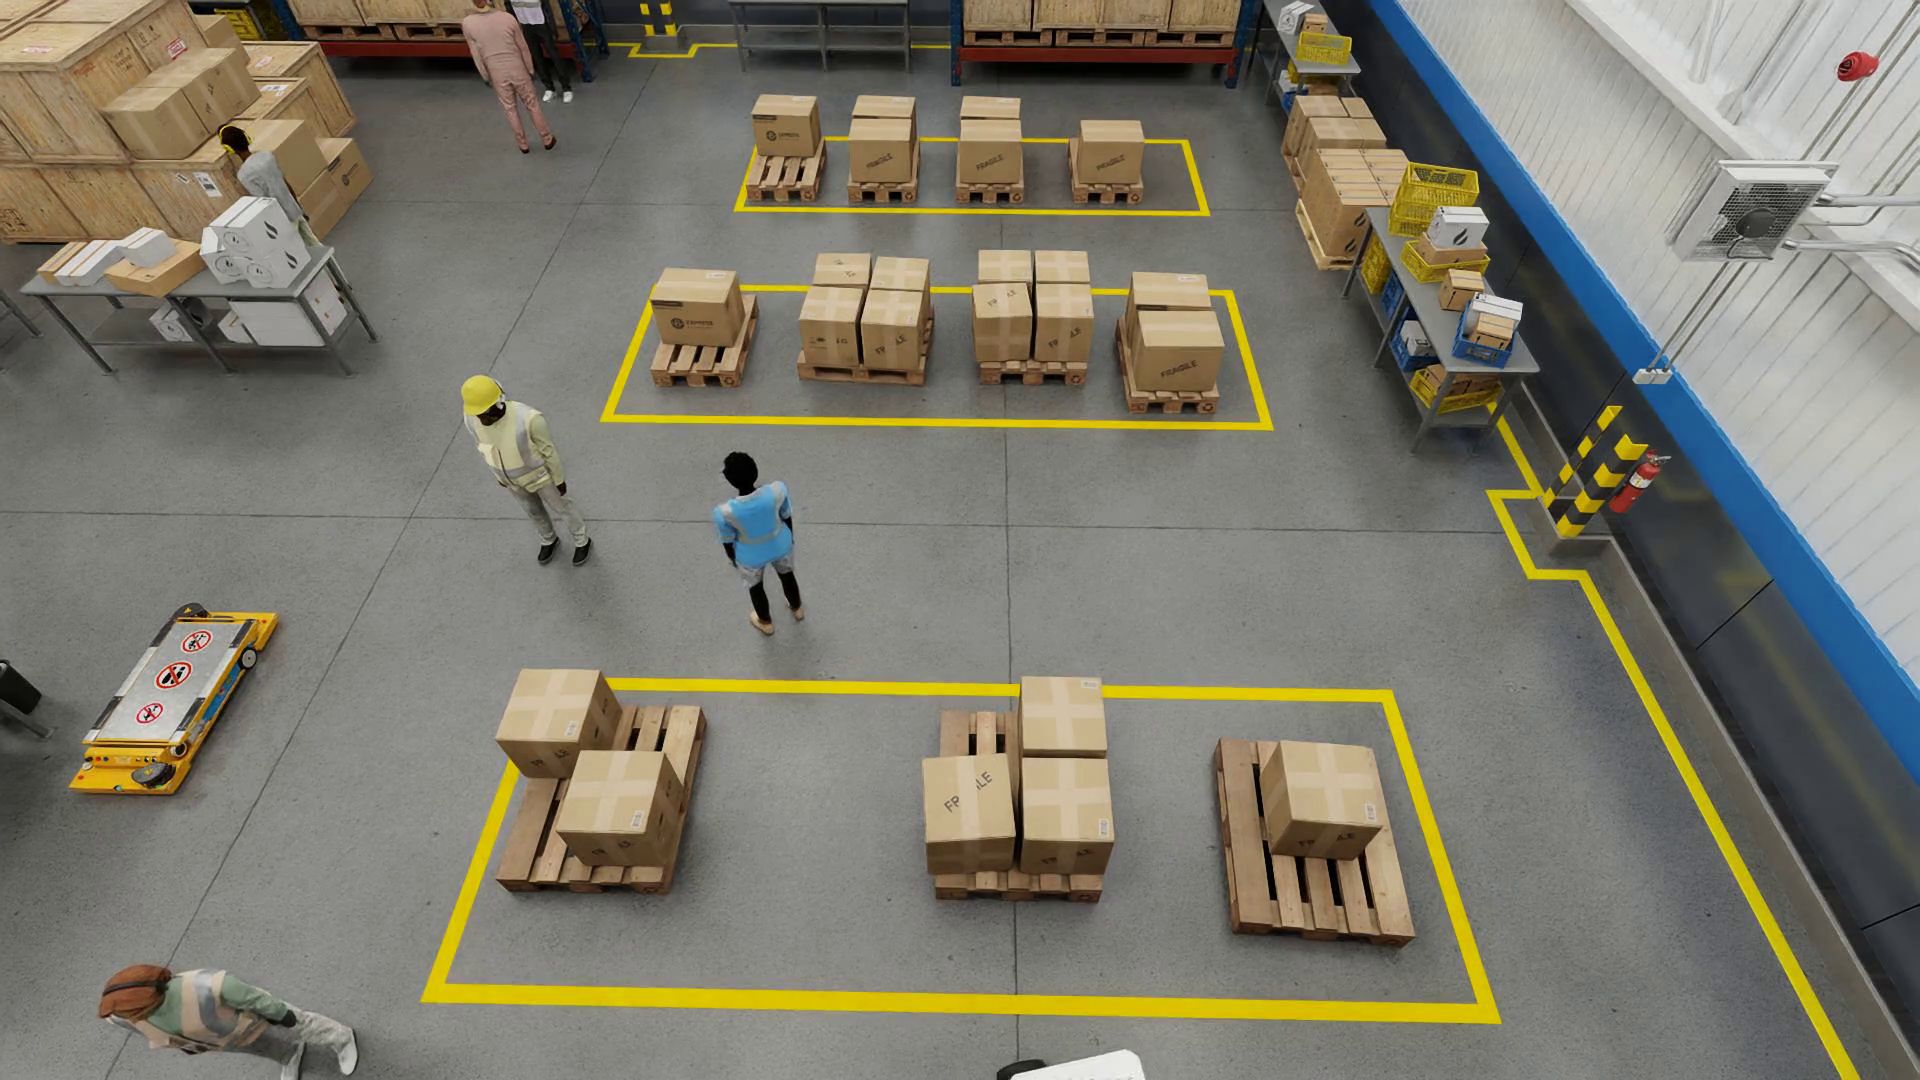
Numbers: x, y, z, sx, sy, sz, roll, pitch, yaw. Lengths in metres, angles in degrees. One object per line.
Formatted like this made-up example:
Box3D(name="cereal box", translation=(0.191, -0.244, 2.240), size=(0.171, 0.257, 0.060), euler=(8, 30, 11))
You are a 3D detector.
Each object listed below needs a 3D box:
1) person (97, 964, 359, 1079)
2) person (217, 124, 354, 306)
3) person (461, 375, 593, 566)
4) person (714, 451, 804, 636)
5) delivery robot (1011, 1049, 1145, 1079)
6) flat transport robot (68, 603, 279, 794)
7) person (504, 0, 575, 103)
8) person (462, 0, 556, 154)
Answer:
Box3D(name="person", translation=(-3.535, 2.362, 4.466), size=(0.518, 1.632, 0.317), euler=(-12, 51, -10))
Box3D(name="person", translation=(-6.590, -3.124, 8.958), size=(0.335, 1.863, 0.519), euler=(2, 50, 2))
Box3D(name="person", translation=(-3.200, -0.491, 6.757), size=(0.585, 1.824, 0.403), euler=(5, 50, 4))
Box3D(name="person", translation=(-1.374, 0.054, 6.382), size=(0.534, 1.693, 0.320), euler=(-24, 54, -19))
Box3D(name="delivery robot", translation=(0.605, 2.866, 4.680), size=(0.707, 0.478, 0.477), euler=(-9, 50, -7))
Box3D(name="flat transport robot", translation=(-5.504, 1.072, 6.442), size=(0.652, 0.197, 1.431), euler=(1, 50, 1))
Box3D(name="person", translation=(-5.576, -6.763, 12.009), size=(0.603, 1.906, 0.387), euler=(2, 50, 2))
Box3D(name="person", translation=(-5.469, -5.677, 11.092), size=(0.638, 1.904, 0.402), euler=(-13, 51, -10))
